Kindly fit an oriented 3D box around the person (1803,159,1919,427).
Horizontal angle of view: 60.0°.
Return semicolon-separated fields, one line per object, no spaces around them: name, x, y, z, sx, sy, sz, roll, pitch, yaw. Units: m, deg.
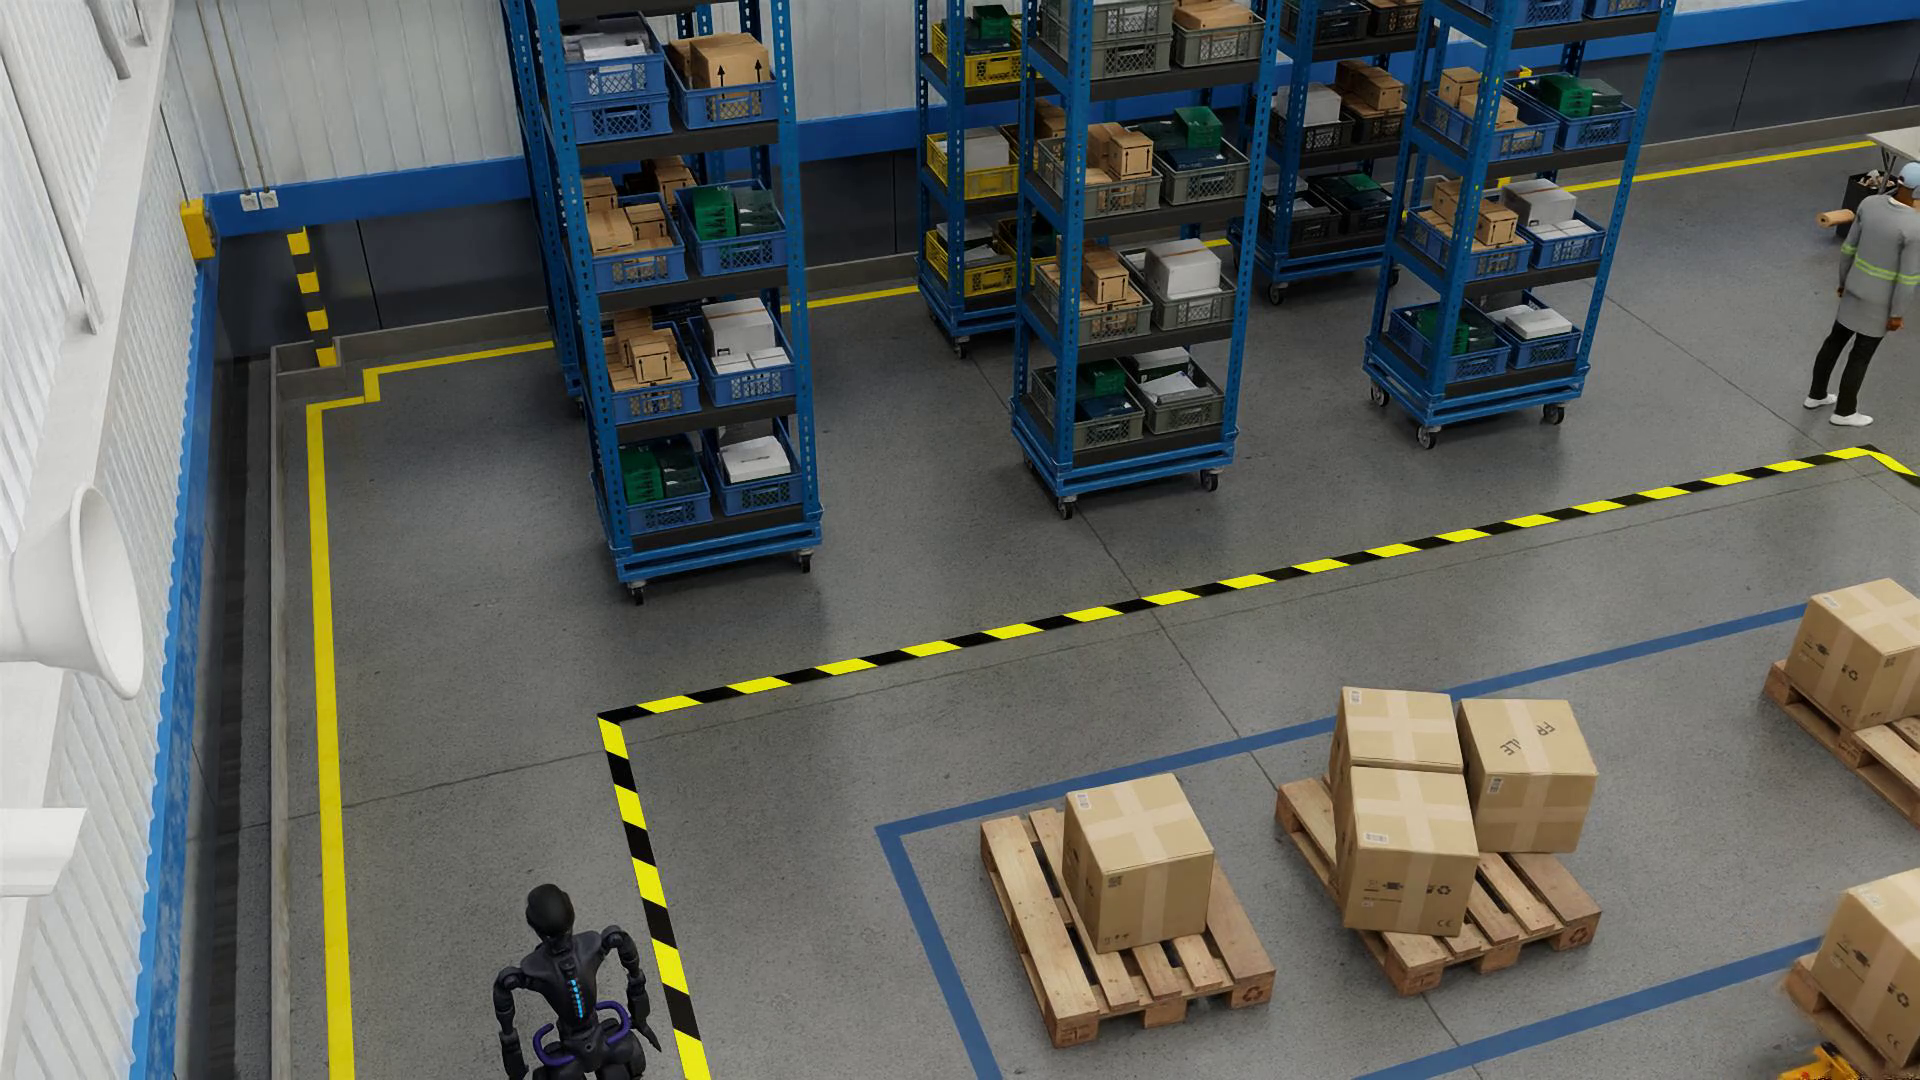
person;6.051;-1.635;11.001;0.397;1.852;0.589;-10;36;-13

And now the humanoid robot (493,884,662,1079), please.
humanoid robot;-1.397;1.896;6.130;0.599;1.659;0.315;-18;39;-24

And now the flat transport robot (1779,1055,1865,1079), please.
flat transport robot;4.204;2.243;6.852;1.431;0.197;0.652;-11;37;-15
